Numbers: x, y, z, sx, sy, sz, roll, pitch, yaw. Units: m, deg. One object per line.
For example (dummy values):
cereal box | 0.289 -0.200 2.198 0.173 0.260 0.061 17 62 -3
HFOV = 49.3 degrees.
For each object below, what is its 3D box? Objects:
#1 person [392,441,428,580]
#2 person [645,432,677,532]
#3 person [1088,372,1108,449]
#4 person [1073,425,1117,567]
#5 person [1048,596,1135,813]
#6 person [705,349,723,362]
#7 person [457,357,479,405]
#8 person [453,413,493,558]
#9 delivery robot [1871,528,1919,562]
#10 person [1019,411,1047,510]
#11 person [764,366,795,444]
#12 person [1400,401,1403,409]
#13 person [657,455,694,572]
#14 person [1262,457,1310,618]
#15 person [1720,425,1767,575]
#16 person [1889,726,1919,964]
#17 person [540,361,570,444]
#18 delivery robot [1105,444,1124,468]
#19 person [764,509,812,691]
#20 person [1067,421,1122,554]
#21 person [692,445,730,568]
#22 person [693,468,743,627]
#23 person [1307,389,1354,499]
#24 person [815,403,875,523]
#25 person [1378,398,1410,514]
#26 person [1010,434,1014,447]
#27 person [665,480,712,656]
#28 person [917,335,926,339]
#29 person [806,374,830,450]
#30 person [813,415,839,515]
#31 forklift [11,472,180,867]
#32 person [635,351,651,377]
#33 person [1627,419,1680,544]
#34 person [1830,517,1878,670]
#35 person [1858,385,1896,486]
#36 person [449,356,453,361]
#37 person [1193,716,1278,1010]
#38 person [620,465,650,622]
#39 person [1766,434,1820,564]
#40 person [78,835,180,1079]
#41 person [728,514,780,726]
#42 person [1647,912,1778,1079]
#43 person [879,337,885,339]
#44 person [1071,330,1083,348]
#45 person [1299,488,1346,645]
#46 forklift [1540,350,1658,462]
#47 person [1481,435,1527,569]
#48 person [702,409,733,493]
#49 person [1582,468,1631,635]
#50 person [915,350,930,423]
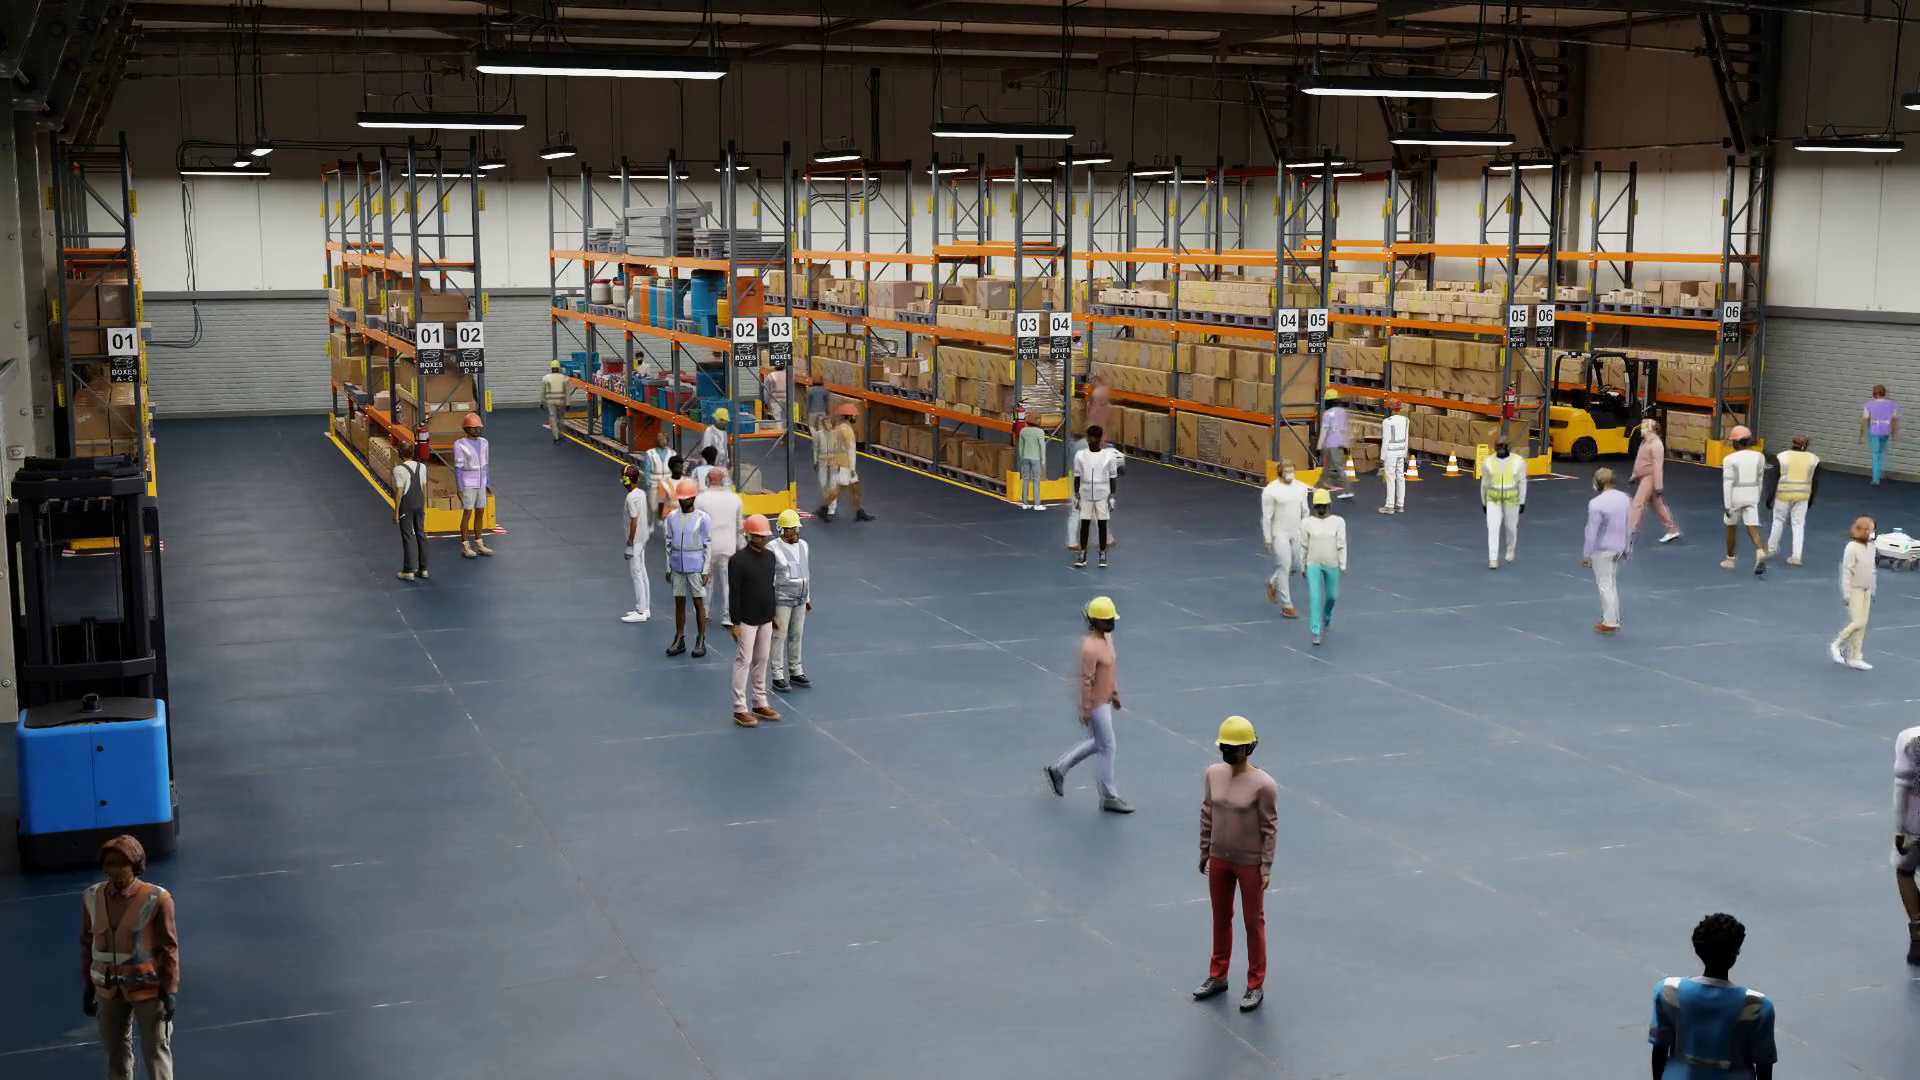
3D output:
person | -7.311 -0.402 27.834 0.344 1.847 0.505 7 11 39
person | -4.495 -0.828 31.419 0.521 1.617 0.646 -3 9 -21
person | 2.541 -2.301 40.379 0.839 1.873 0.673 2 9 12
person | 1.855 -0.610 28.827 0.608 1.963 0.371 2 9 14
person | 1.060 1.297 16.850 0.714 1.742 0.526 3 9 18
person | -5.628 -3.527 48.278 0.611 1.974 0.849 1 9 5
person | -10.892 -3.120 45.902 1.008 1.871 0.596 7 11 40
person | -6.884 -0.783 29.715 0.376 2.042 0.615 6 10 35
delivery robot | 12.863 0.079 28.740 0.477 0.478 0.707 -3 9 -20
person | 1.201 -1.312 34.607 0.501 1.631 0.287 6 11 37
person | -3.920 -2.985 45.230 0.650 1.789 0.944 -3 9 -20
person | 10.053 -3.421 48.342 0.483 1.737 0.320 8 11 41
person | -3.770 -0.302 27.721 0.538 1.681 0.570 -4 10 -26
person | 3.904 -0.060 25.290 0.638 1.924 0.714 -5 10 -28
person | 10.587 -0.535 28.216 0.620 2.012 0.922 -1 9 -6
person | 6.111 1.768 13.112 0.552 1.922 0.474 1 9 8
person | -8.747 -2.976 45.224 0.602 1.784 0.930 -3 9 -20
delivery robot | 2.861 -1.575 39.771 0.477 0.478 0.707 -2 9 -16
person | -1.726 0.596 21.219 0.404 1.832 0.597 7 11 40
person | 1.930 -0.769 30.146 0.977 1.891 0.638 -6 11 -37
person | -3.385 -0.462 28.783 0.549 1.675 0.634 4 10 27
person | -2.862 0.072 24.650 0.660 1.847 1.015 -4 9 -25
person | 6.395 -1.655 36.098 1.042 1.870 0.603 8 11 42
person | -1.850 -1.218 33.118 0.954 1.904 0.558 -2 9 -13
person | 7.081 -1.377 34.214 0.574 1.883 0.355 -6 10 -35
person | 1.087 -2.500 41.690 0.540 1.898 0.853 -3 9 -17
person | -2.975 0.299 22.862 0.544 1.937 0.358 3 9 18
person | -0.906 -4.416 54.578 0.535 1.852 0.537 1 9 8
person | -2.965 -2.653 43.599 0.521 1.617 0.375 -3 9 -17
person | -2.118 -1.241 34.151 0.526 1.618 0.588 1 9 7
forklift | -6.630 0.886 15.957 1.129 2.768 1.873 -3 9 -21
person | -7.418 -3.499 48.685 0.549 1.795 1.076 -2 9 -16
person | 10.208 -0.872 30.951 1.001 1.863 0.655 1 9 9
person | 9.521 0.557 22.149 0.518 1.621 0.360 -6 10 -35
person | 16.575 -1.908 37.931 0.606 1.819 0.736 -1 9 -3
person | -11.202 -3.185 45.925 0.609 1.985 0.392 -3 9 -18
person | 1.656 1.923 12.599 0.530 1.768 0.312 7 11 40
person | -3.870 0.035 24.868 0.331 1.864 0.513 1 9 7
person | 11.597 -0.582 29.229 0.693 1.792 0.803 2 9 11
person | -4.194 2.291 10.587 0.531 1.636 0.310 1 9 9
person | -1.924 0.738 19.748 0.400 1.990 0.623 6 11 36
person | 3.292 2.469 9.192 0.540 1.693 0.317 5 10 29
person | -1.886 -4.186 52.887 0.807 1.900 0.594 -1 9 -4
person | 3.089 -4.582 55.400 0.376 1.936 0.549 2 9 12
person | 4.095 0.265 23.694 0.524 1.744 0.723 1 9 4
forklift | 12.897 -2.725 42.309 2.313 2.155 1.214 -3 9 -21
person | 7.500 -0.550 28.915 0.621 1.820 0.841 3 9 17
person | -3.892 -1.223 33.597 0.862 1.763 0.607 4 9 23
person | 7.401 0.126 24.073 0.647 1.916 0.532 -6 11 -36
person | -0.904 -3.421 47.827 0.573 1.887 0.355 -8 12 -42
